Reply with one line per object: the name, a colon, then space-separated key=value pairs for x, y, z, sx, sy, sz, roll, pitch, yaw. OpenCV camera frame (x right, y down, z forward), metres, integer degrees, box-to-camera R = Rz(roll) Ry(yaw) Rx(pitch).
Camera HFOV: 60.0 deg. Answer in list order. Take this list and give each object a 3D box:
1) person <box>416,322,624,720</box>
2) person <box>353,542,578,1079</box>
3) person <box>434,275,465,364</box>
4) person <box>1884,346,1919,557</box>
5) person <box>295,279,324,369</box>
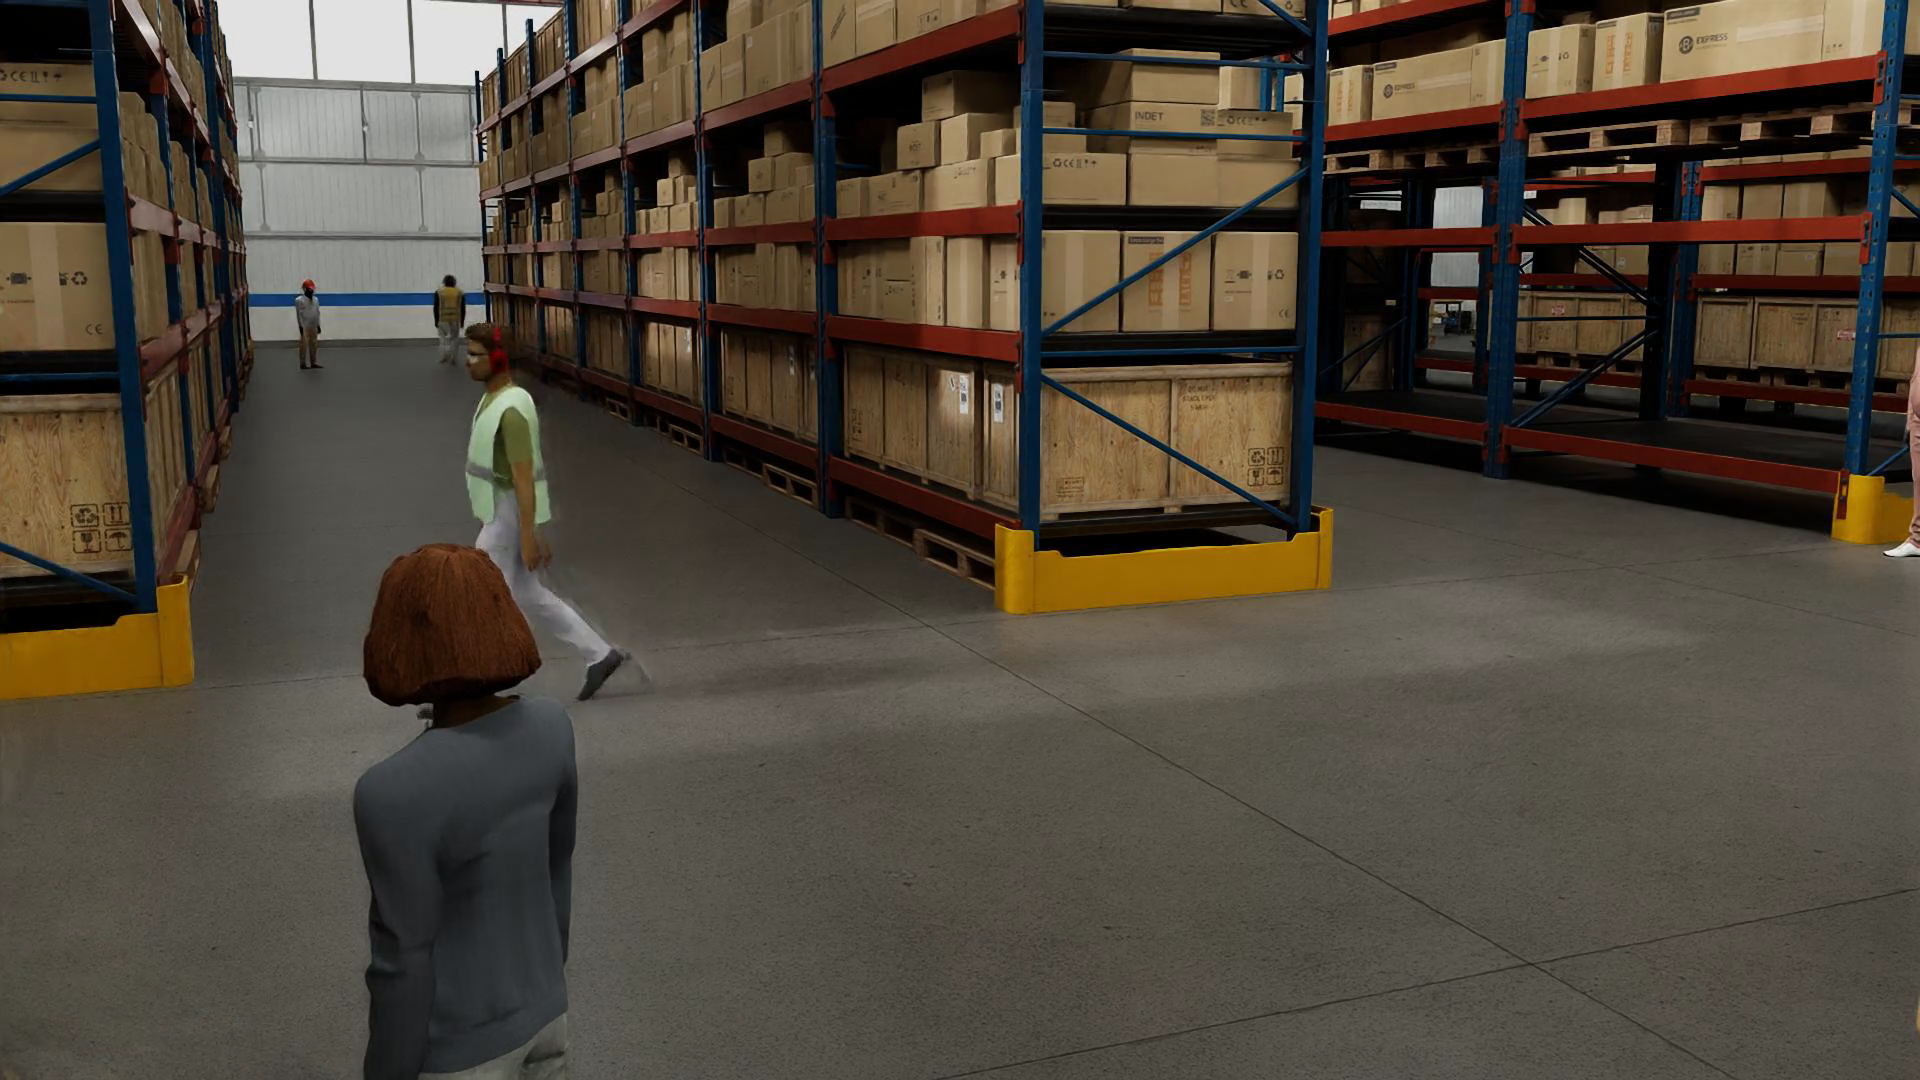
person: x=-2.029 y=-0.096 z=7.634 sx=0.909 sy=1.816 sz=0.577 roll=-3 pitch=10 yaw=-19
person: x=-0.795 y=0.814 z=2.716 sx=0.280 sy=1.633 sz=0.500 roll=3 pitch=10 yaw=18
person: x=-10.439 y=-4.499 z=33.976 sx=0.647 sy=1.821 sz=0.641 roll=-5 pitch=11 yaw=-28
person: x=6.753 y=-0.780 z=11.441 sx=0.411 sy=1.910 sz=0.643 roll=-2 pitch=10 yaw=-13
person: x=-12.675 y=-4.201 z=32.435 sx=0.361 sy=1.742 sz=0.563 roll=4 pitch=10 yaw=22
